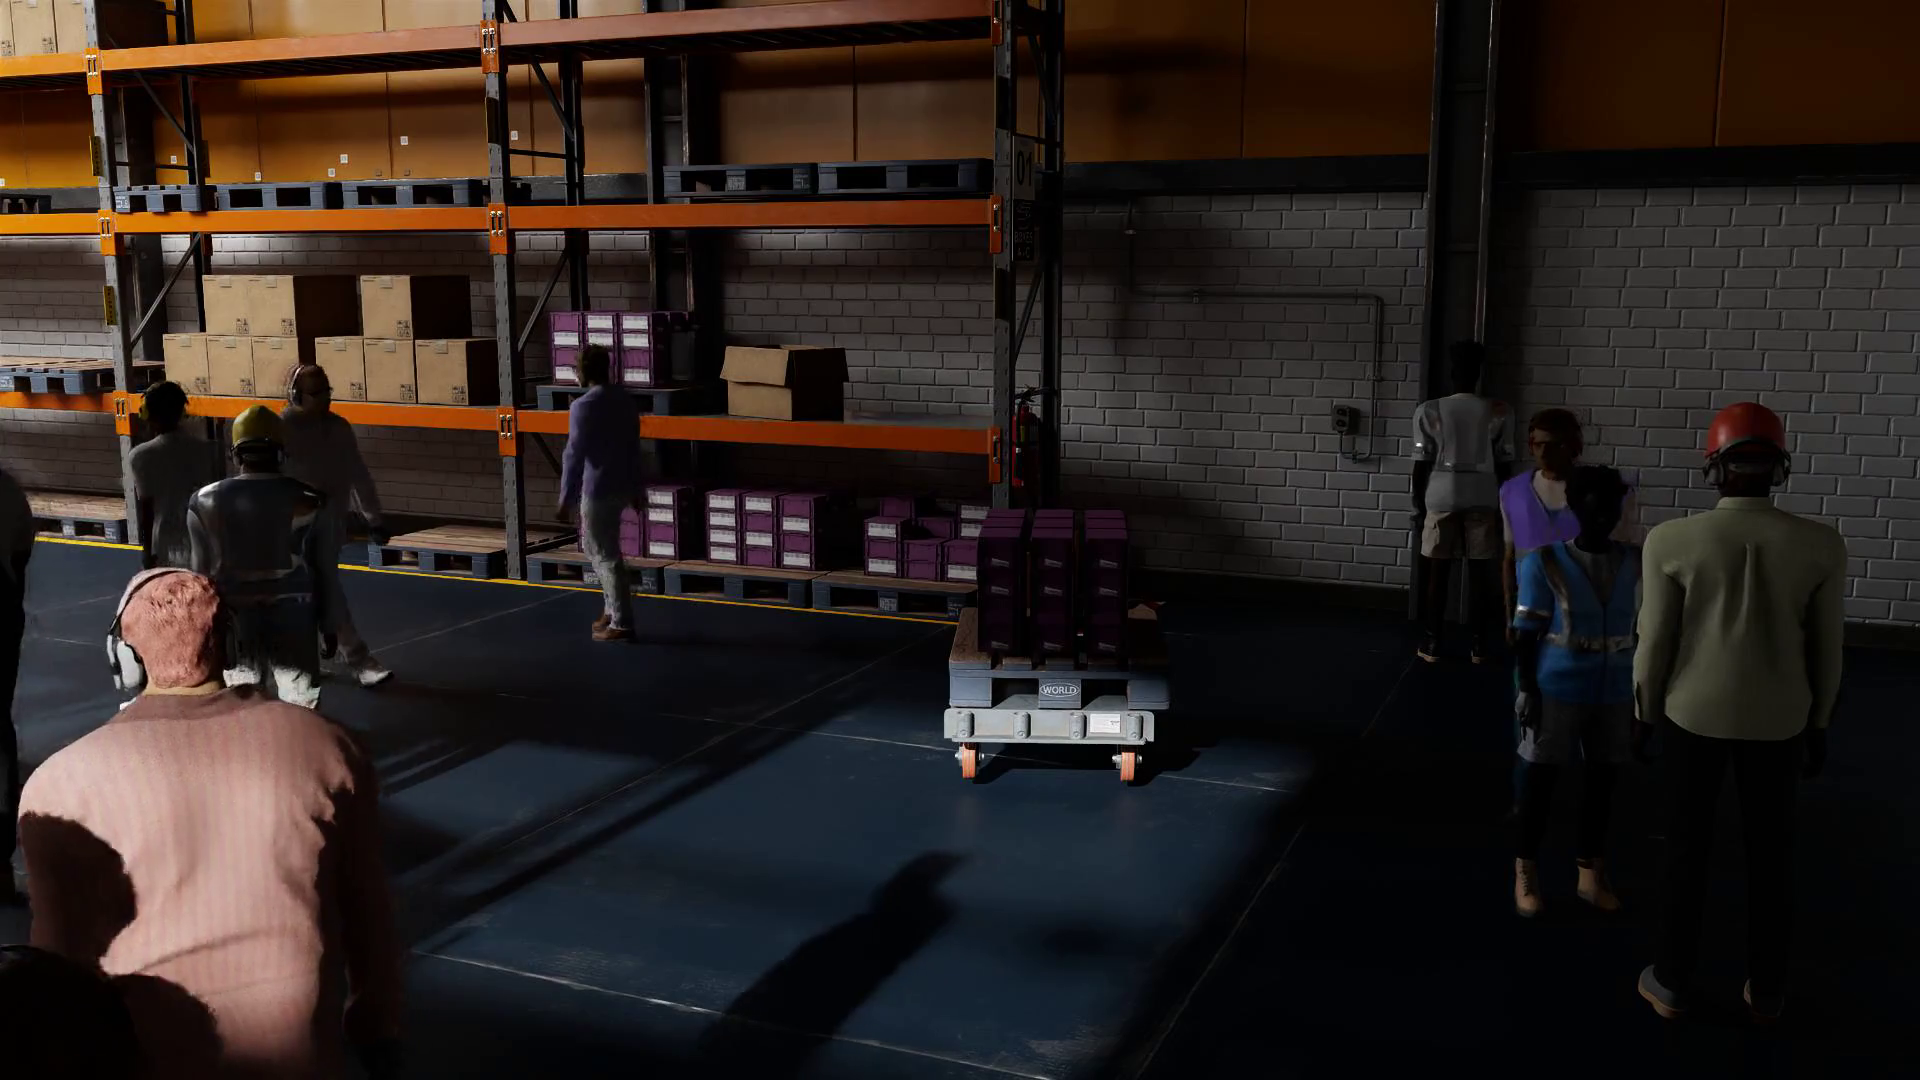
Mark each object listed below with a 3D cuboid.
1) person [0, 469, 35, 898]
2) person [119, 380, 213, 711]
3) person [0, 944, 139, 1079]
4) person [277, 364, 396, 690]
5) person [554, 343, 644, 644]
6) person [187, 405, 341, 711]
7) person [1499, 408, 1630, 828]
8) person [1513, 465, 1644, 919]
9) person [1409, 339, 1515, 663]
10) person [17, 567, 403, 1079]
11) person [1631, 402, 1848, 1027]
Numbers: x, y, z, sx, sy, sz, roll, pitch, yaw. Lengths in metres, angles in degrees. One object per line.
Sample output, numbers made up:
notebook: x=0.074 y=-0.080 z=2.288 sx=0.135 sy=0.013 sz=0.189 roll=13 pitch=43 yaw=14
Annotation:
person: x=-3.862 y=0.368 z=6.266 sx=0.578 sy=2.000 sz=0.716 roll=4 pitch=10 yaw=23
person: x=-4.078 y=0.070 z=8.765 sx=0.954 sy=1.823 sz=0.535 roll=5 pitch=11 yaw=27
person: x=-0.681 y=1.268 z=1.574 sx=0.595 sy=1.822 sz=0.563 roll=-1 pitch=10 yaw=-7
person: x=-3.576 y=-0.071 z=9.443 sx=0.979 sy=1.843 sz=0.778 roll=4 pitch=10 yaw=22
person: x=-2.300 y=-0.285 z=10.553 sx=0.578 sy=1.916 sz=0.657 roll=2 pitch=10 yaw=15
person: x=-2.953 y=0.338 z=7.115 sx=0.586 sy=1.824 sz=0.405 roll=-3 pitch=10 yaw=-19
person: x=2.690 y=0.310 z=7.335 sx=0.632 sy=1.807 sz=0.887 roll=7 pitch=12 yaw=37
person: x=2.298 y=0.561 z=6.139 sx=0.540 sy=1.695 sz=0.317 roll=-1 pitch=10 yaw=-4
person: x=3.023 y=-0.226 z=10.050 sx=0.602 sy=1.966 sz=0.368 roll=2 pitch=10 yaw=9
person: x=-1.413 y=0.981 z=3.228 sx=0.667 sy=1.844 sz=0.844 roll=-7 pitch=12 yaw=-35
person: x=2.450 y=0.559 z=5.286 sx=0.608 sy=1.987 sz=0.388 roll=2 pitch=10 yaw=14
